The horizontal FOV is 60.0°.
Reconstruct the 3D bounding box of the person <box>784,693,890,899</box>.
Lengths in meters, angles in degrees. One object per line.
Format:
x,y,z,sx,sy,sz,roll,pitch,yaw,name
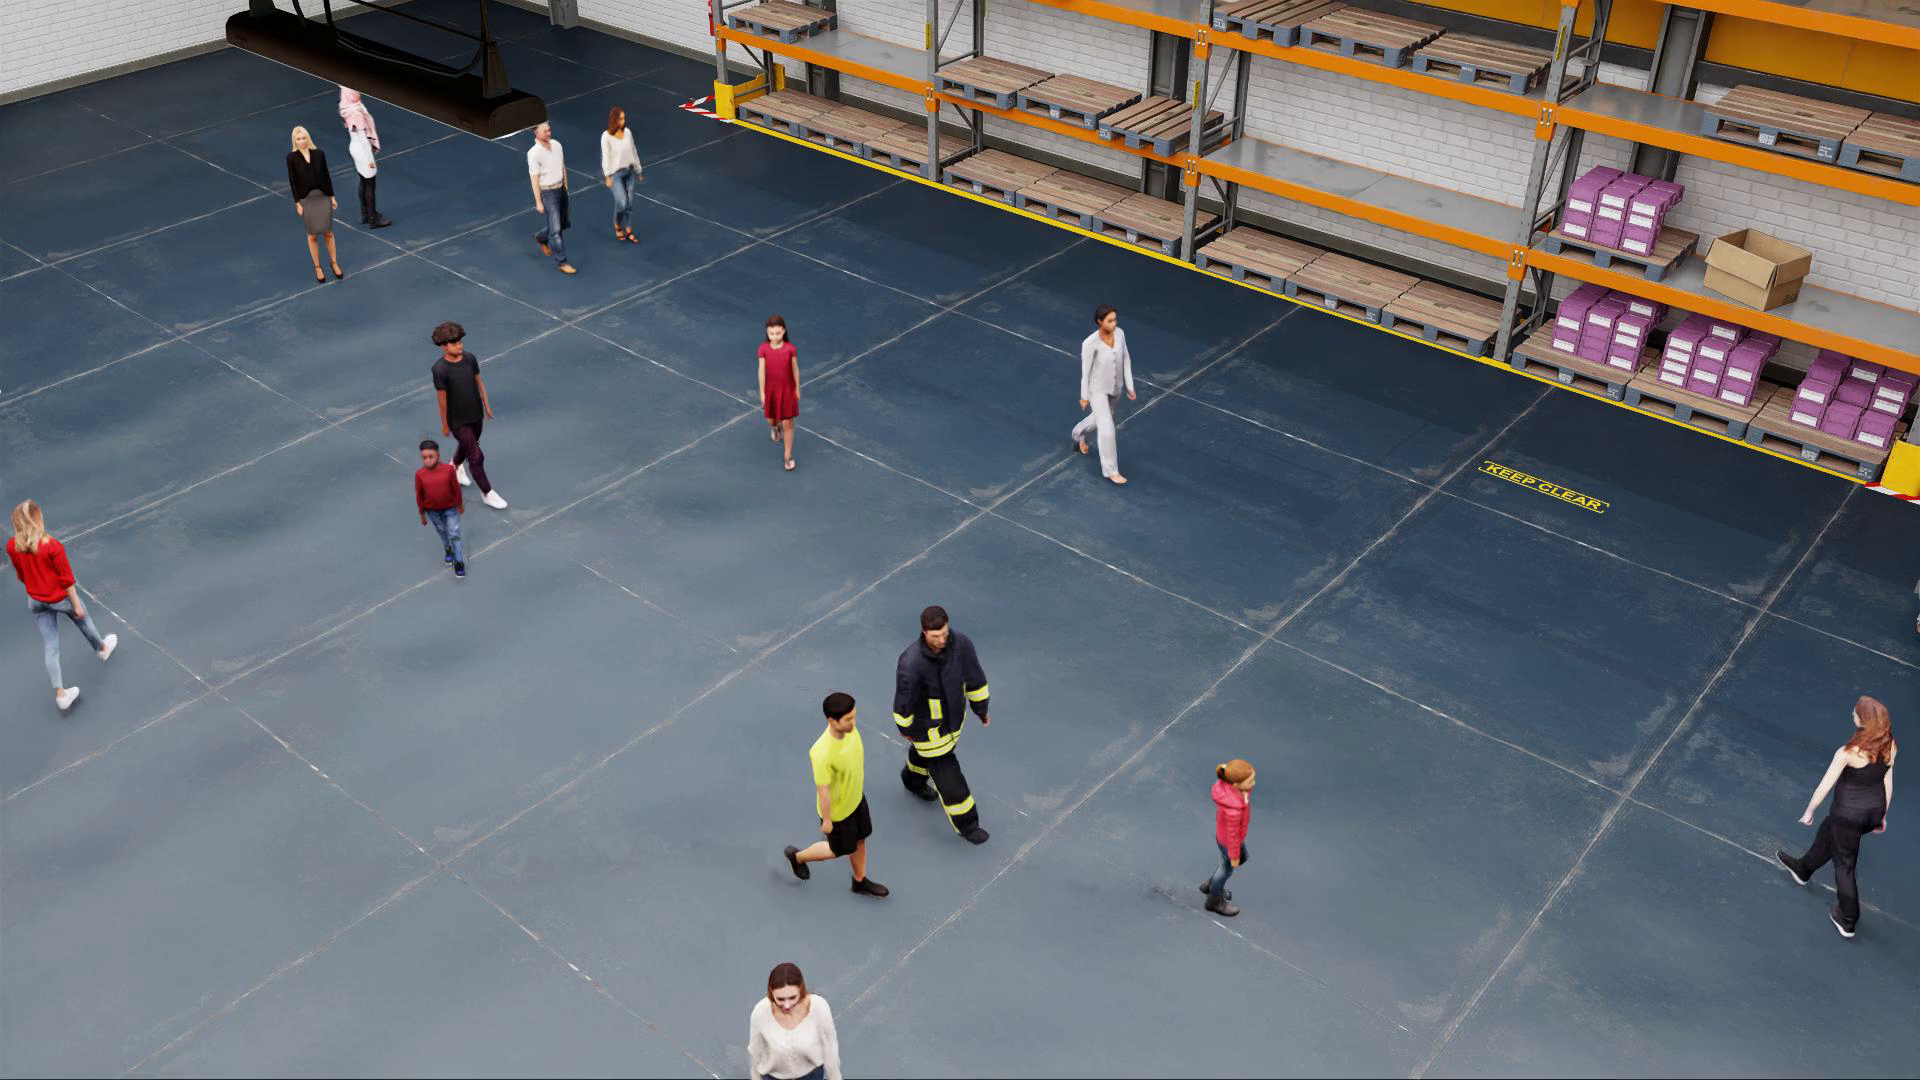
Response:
-0.845,1.671,10.844,1.017,1.690,0.792,13,36,19,person

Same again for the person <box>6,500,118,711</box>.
-6.912,0.521,12.607,1.121,1.654,1.120,1,34,1,person

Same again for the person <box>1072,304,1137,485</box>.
1.290,-1.439,15.502,0.827,1.713,1.185,-23,40,-31,person

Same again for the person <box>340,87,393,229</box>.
-7.319,-4.724,20.365,0.722,1.800,0.580,-23,40,-31,person

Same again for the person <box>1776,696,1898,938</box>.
5.781,1.812,10.630,0.948,1.692,1.063,-3,34,-4,person

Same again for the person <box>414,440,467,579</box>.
-4.448,-0.331,14.266,0.768,1.236,0.861,-6,34,-10,person

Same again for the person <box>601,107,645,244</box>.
-4.121,-4.400,19.992,0.576,1.675,0.639,27,42,34,person

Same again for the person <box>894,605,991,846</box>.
-0.222,1.160,11.459,0.866,1.860,1.231,-28,43,-35,person

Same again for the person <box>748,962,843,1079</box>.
-0.919,2.855,9.085,0.972,1.664,1.065,-6,34,-9,person

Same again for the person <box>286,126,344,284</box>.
-7.357,-3.829,18.982,0.665,1.842,0.643,-20,38,-27,person

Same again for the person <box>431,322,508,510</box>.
-4.538,-1.173,15.062,1.112,1.757,0.726,19,38,27,person

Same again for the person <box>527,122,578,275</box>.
-4.797,-4.016,19.267,0.955,1.837,0.717,21,39,28,person

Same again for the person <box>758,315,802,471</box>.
-1.690,-1.456,15.686,0.850,1.538,0.919,-4,34,-5,person

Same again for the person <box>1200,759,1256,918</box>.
1.692,1.922,10.812,0.631,1.308,0.607,8,34,11,person
